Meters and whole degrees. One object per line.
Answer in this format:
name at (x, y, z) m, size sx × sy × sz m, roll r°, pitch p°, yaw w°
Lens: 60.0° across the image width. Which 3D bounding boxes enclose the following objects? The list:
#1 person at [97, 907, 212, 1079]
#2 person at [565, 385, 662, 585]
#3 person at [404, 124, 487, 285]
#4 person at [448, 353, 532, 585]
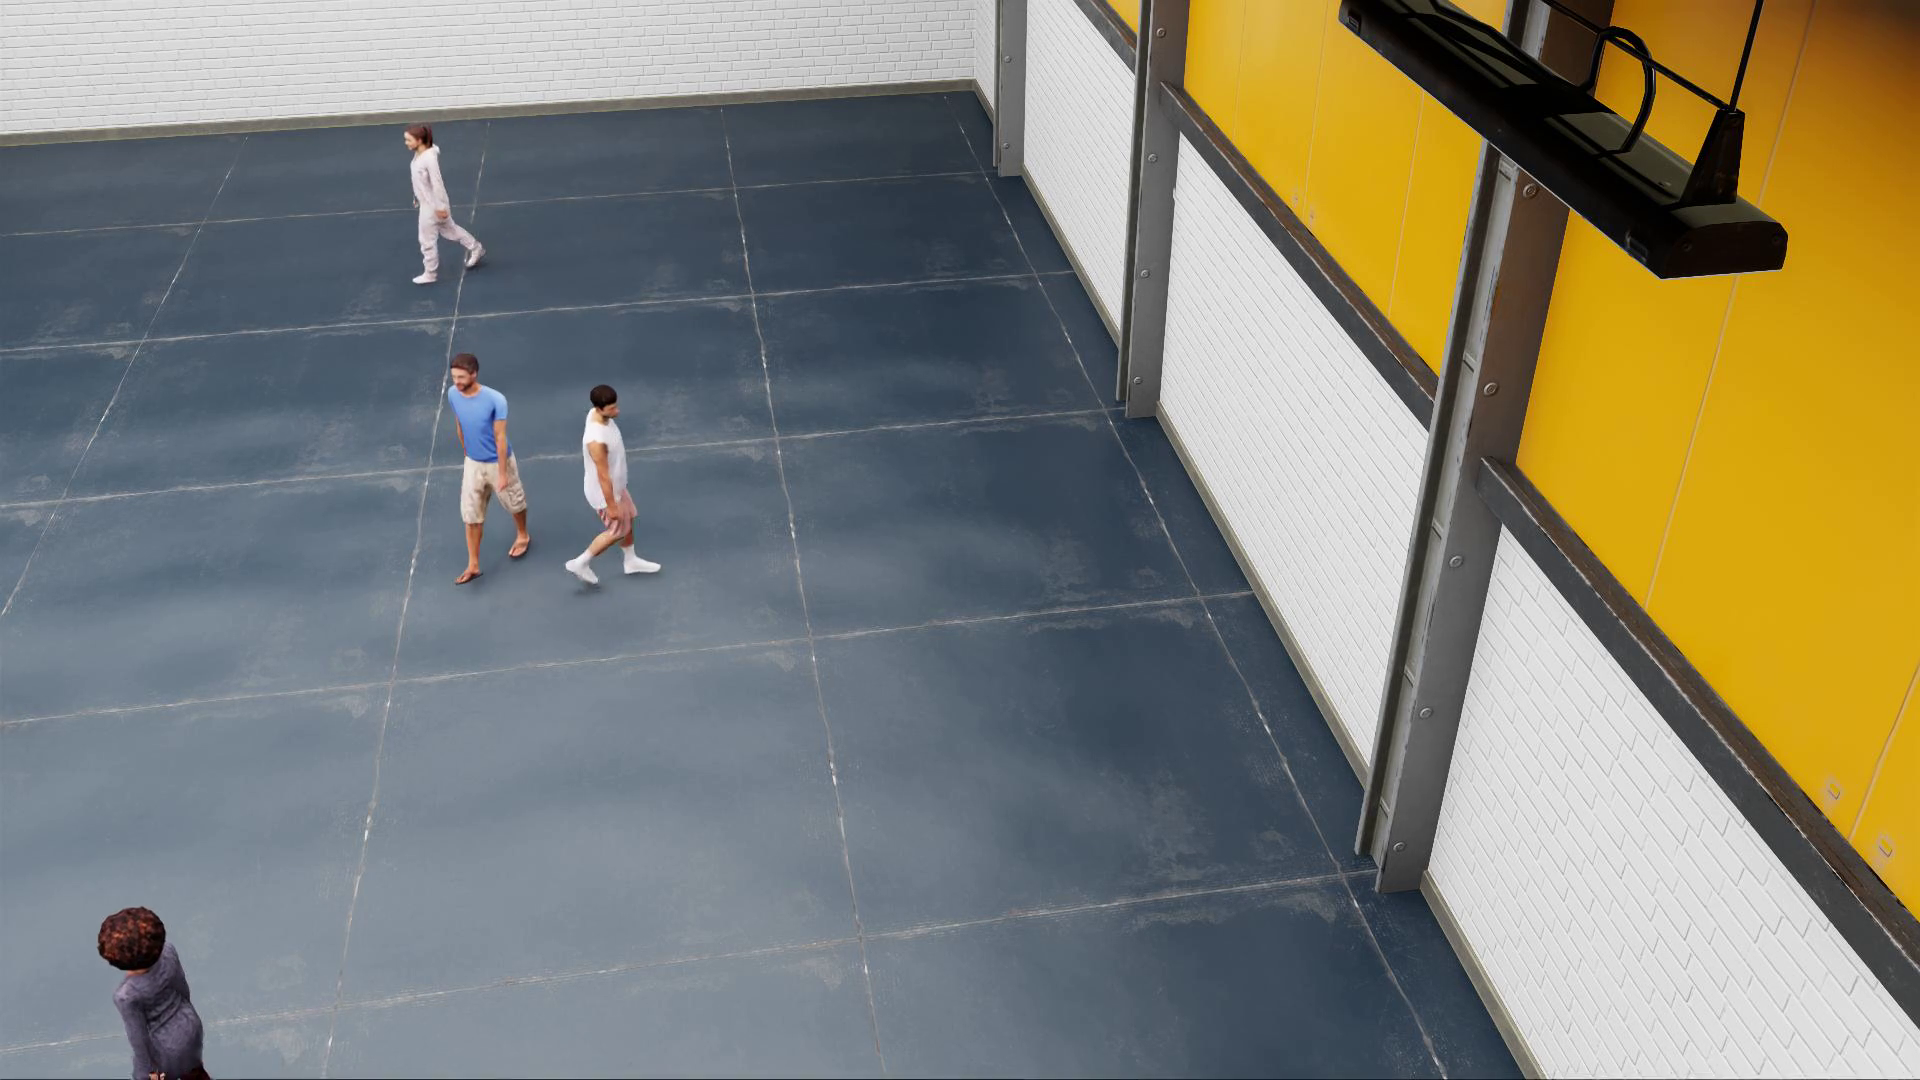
person at (-3.813, 2.480, 8.163) m, size 0.821 × 1.700 × 0.776 m, roll 12°, pitch 35°, yaw 17°
person at (-2.710, -0.383, 12.423) m, size 0.790 × 1.753 × 0.871 m, roll -6°, pitch 34°, yaw -9°
person at (-5.364, -3.512, 17.216) m, size 0.926 × 1.658 × 1.087 m, roll -17°, pitch 37°, yaw -23°
person at (-3.561, -0.648, 12.753) m, size 0.924 × 1.829 × 1.192 m, roll 6°, pitch 34°, yaw 9°
